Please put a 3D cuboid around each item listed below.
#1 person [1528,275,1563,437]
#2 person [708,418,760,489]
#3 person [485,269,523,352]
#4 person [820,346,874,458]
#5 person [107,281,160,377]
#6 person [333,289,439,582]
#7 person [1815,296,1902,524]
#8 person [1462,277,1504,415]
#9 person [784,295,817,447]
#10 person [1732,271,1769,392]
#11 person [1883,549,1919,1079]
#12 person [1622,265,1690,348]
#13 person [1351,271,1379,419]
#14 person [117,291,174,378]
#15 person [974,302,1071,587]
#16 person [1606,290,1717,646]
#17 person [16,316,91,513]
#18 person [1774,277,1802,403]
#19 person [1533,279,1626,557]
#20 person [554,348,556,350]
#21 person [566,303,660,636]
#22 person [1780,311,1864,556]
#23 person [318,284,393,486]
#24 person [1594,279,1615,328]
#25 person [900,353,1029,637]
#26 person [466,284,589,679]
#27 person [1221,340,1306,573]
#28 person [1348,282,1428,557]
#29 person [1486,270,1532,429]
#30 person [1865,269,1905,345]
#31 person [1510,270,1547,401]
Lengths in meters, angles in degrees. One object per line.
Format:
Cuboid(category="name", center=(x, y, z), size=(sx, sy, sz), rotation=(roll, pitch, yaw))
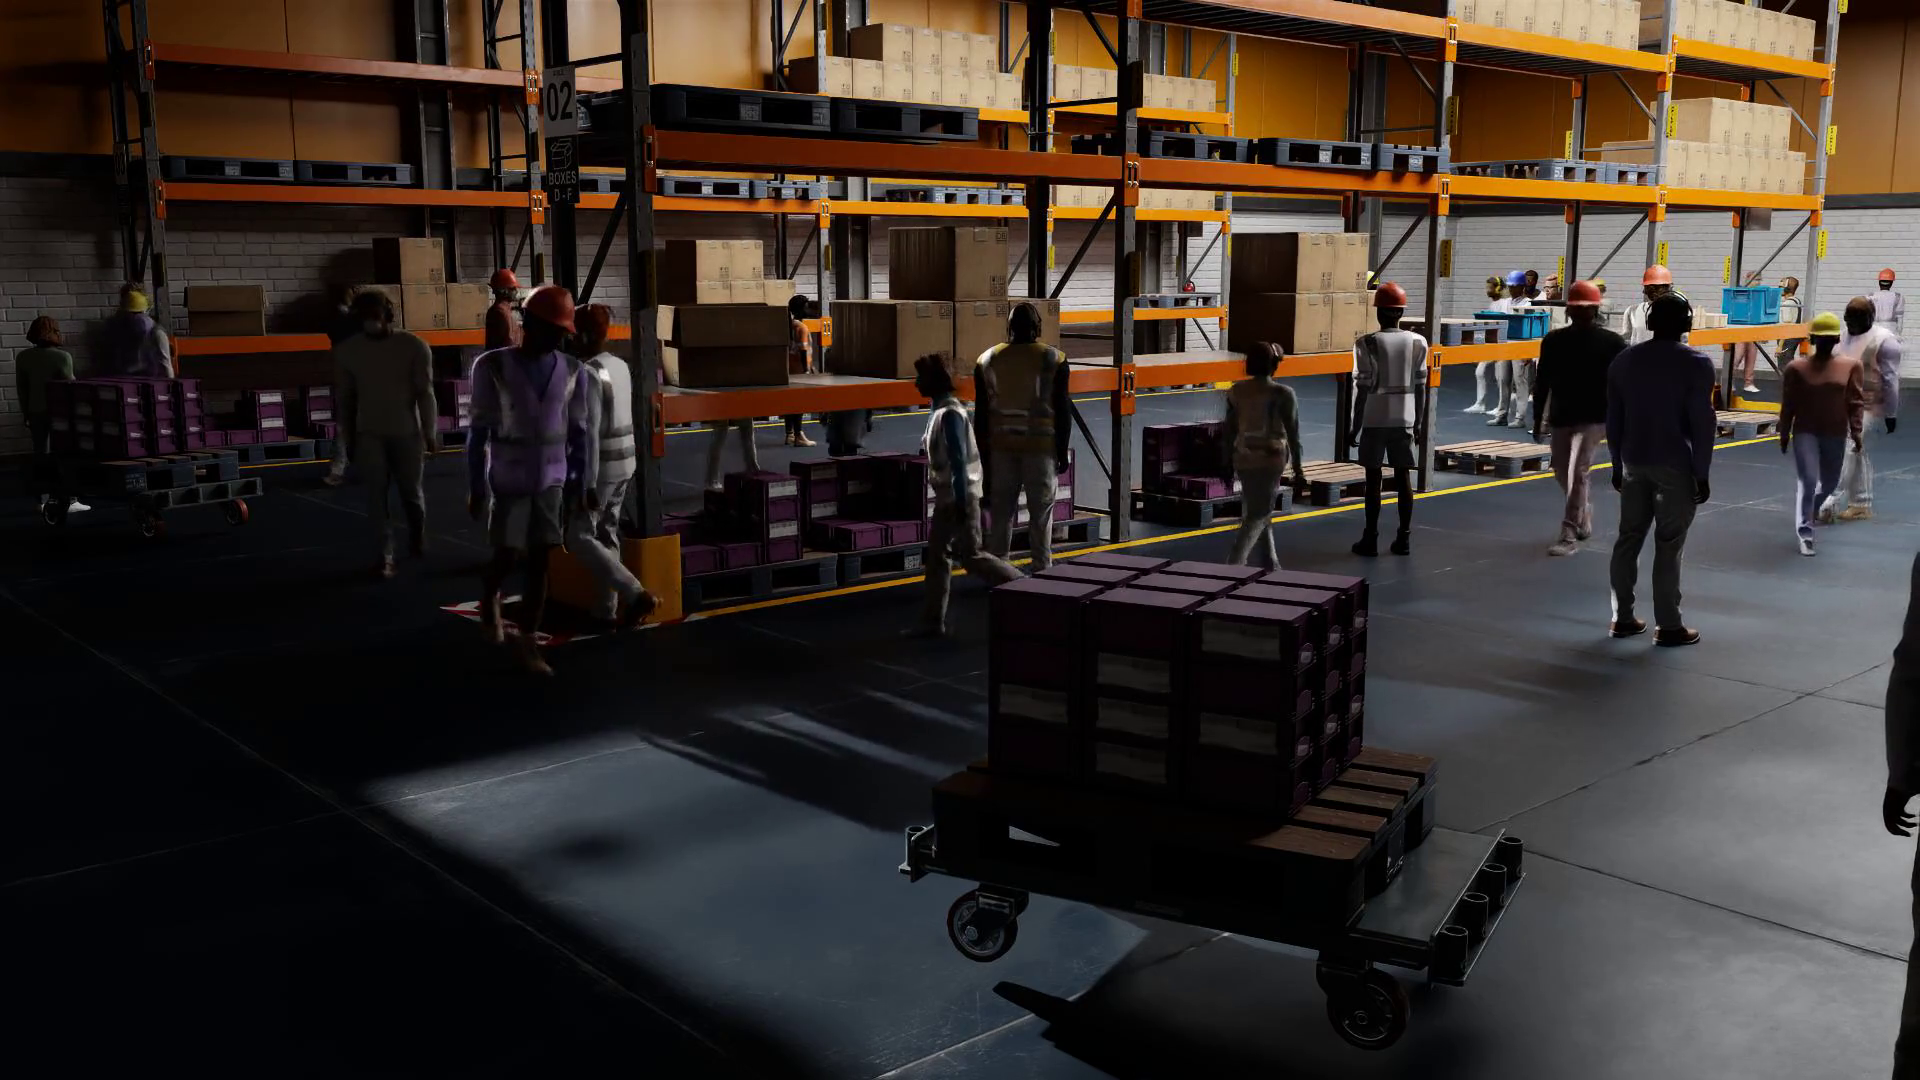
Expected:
Cuboid(category="person", center=(7.005, -2.170, 19.676), size=(0.403, 1.900, 0.646), rotation=(-4, 11, -23))
Cuboid(category="person", center=(-2.036, -1.227, 15.021), size=(0.526, 1.589, 0.857), rotation=(4, 10, 22))
Cuboid(category="person", center=(-4.438, -1.641, 16.277), size=(0.379, 1.996, 0.611), rotation=(-5, 11, -27))
Cuboid(category="person", center=(-0.891, -1.069, 13.832), size=(0.543, 1.682, 0.631), rotation=(8, 13, 39))
Cuboid(category="person", center=(-7.641, -1.464, 15.545), size=(0.688, 1.892, 0.603), rotation=(7, 12, 37))
Cuboid(category="person", center=(-3.778, -0.708, 11.048), size=(0.647, 1.918, 0.634), rotation=(-1, 10, -8))
Cuboid(category="person", center=(6.997, -1.021, 13.218), size=(0.913, 1.796, 0.659), rotation=(-4, 10, -21))
Cuboid(category="person", center=(7.059, -2.589, 22.266), size=(0.699, 1.847, 0.567), rotation=(0, 10, -2))
Cuboid(category="person", center=(-1.812, -1.888, 18.596), size=(0.321, 1.695, 0.537), rotation=(-4, 11, -24))
Cuboid(category="person", center=(12.337, -3.259, 26.036), size=(0.704, 1.896, 0.426), rotation=(-3, 10, -15))
Cuboid(category="person", center=(2.451, 0.565, 3.837), size=(0.589, 1.834, 0.404), rotation=(7, 12, 36))
Cuboid(category="person", center=(6.446, -1.536, 15.525), size=(0.609, 2.044, 0.374), rotation=(7, 12, 36))
Cuboid(category="person", center=(5.287, -2.512, 21.575), size=(0.368, 1.928, 0.585), rotation=(-9, 13, -43))
Cuboid(category="person", center=(-7.581, -1.393, 15.423), size=(0.674, 1.801, 0.592), rotation=(6, 11, 30))
Cuboid(category="person", center=(0.401, -0.575, 10.518), size=(0.627, 1.836, 0.428), rotation=(3, 10, 19))
Cuboid(category="person", center=(3.834, -0.389, 9.118), size=(0.370, 1.940, 0.630), rotation=(-7, 12, -34))
Cuboid(category="person", center=(-7.536, -1.035, 13.789), size=(0.508, 1.632, 0.264), rotation=(1, 10, 7))
Cuboid(category="person", center=(11.263, -2.663, 22.699), size=(0.345, 1.847, 0.504), rotation=(8, 13, 40))
Cuboid(category="person", center=(4.489, -0.898, 12.036), size=(0.635, 1.971, 0.906), rotation=(8, 13, 40))
Cuboid(category="person", center=(-4.483, -1.784, 18.211), size=(0.491, 1.626, 0.282), rotation=(8, 13, 39))
Cuboid(category="person", center=(-1.960, -0.373, 9.217), size=(0.505, 1.870, 0.592), rotation=(2, 10, 13))
Cuboid(category="person", center=(6.207, -0.788, 12.041), size=(0.525, 1.737, 0.773), rotation=(2, 10, 10))
Cuboid(category="person", center=(-5.639, -1.474, 15.691), size=(0.645, 1.874, 1.110), rotation=(3, 10, 16))
Cuboid(category="person", center=(10.111, -3.251, 26.400), size=(0.523, 1.761, 0.328), rotation=(-2, 10, -14))
Cuboid(category="person", center=(0.071, -0.236, 9.217), size=(0.743, 1.603, 0.530), rotation=(-1, 10, -8))
Cuboid(category="person", center=(-2.245, -0.313, 8.560), size=(0.655, 1.992, 0.660), rotation=(-7, 12, -35))
Cuboid(category="person", center=(1.882, -0.461, 10.532), size=(0.859, 1.599, 0.521), rotation=(-9, 13, -42))
Cuboid(category="person", center=(3.018, -0.847, 11.795), size=(0.543, 1.939, 0.360), rotation=(-1, 10, -7))
Cuboid(category="person", center=(6.863, -2.358, 20.613), size=(0.381, 1.950, 0.605), rotation=(-6, 11, -30))
Cuboid(category="person", center=(13.645, -3.039, 24.634), size=(0.548, 1.938, 0.358), rotation=(5, 11, 25))
Cuboid(category="person", center=(8.362, -2.997, 24.441), size=(0.589, 1.920, 0.399), rotation=(8, 12, 38))
